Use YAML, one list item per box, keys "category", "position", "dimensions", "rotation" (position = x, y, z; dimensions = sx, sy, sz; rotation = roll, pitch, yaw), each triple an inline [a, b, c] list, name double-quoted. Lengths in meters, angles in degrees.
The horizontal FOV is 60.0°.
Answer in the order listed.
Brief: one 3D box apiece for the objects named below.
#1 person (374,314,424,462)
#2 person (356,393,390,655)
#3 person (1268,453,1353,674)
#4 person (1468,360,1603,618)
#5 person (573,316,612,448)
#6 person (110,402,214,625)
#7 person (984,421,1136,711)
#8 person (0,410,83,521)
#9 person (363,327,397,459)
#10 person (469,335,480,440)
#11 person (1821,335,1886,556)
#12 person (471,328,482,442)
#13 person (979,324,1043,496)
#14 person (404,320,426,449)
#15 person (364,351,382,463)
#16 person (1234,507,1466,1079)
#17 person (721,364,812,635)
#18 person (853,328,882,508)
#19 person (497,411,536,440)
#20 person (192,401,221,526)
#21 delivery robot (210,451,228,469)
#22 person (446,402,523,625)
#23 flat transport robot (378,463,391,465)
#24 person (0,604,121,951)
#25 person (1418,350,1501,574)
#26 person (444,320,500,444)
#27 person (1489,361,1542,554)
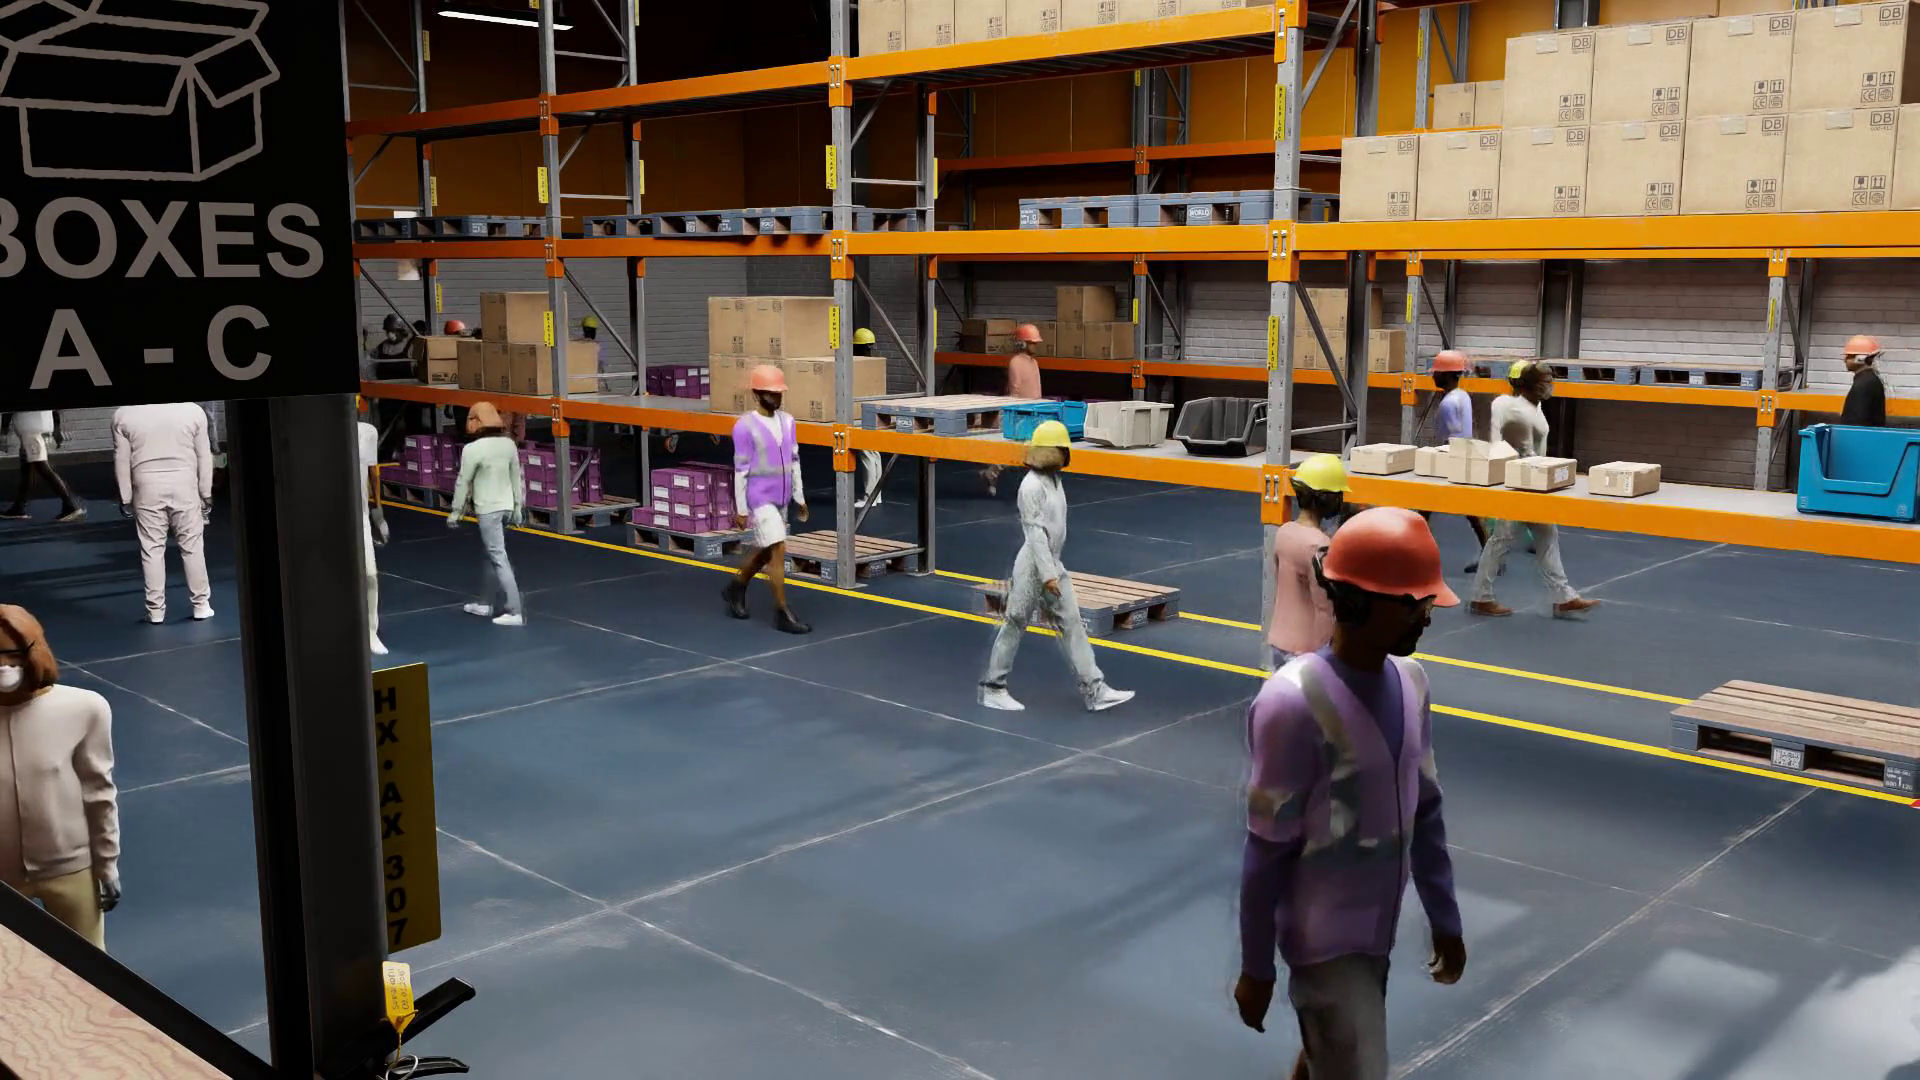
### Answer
- category: "person"
  position: [-7.131, -1.904, 21.188]
  dimensions: [0.687, 2.000, 0.962]
  rotation: [0, 9, 1]
- category: "person"
  position: [-4.038, -0.147, 10.951]
  dimensions: [0.570, 1.868, 0.363]
  rotation: [-6, 11, -34]
- category: "person"
  position: [1.542, 0.491, 7.374]
  dimensions: [0.357, 1.758, 0.526]
  rotation: [-2, 9, -11]
- category: "person"
  position: [4.211, -0.345, 12.082]
  dimensions: [1.000, 1.889, 0.645]
  rotation: [5, 11, 28]
- category: "person"
  position: [-5.181, -2.193, 23.379]
  dimensions: [0.620, 1.901, 0.648]
  rotation: [3, 10, 20]
- category: "person"
  position: [-5.742, -0.340, 12.022]
  dimensions: [0.643, 1.905, 0.399]
  rotation: [-4, 10, -24]
- category: "person"
  position: [0.529, 0.173, 9.510]
  dimensions: [0.904, 1.697, 0.493]
  rotation: [5, 10, 28]
- category: "person"
  position: [-9.384, -1.131, 16.878]
  dimensions: [1.017, 1.915, 0.622]
  rotation: [1, 9, 8]
- category: "person"
  position: [-7.812, -1.898, 21.860]
  dimensions: [0.510, 1.825, 0.961]
  rotation: [4, 10, 23]
- category: "person"
  position: [-6.986, -2.159, 24.050]
  dimensions: [0.539, 1.608, 0.712]
  rotation: [-6, 11, -33]
- category: "person"
  position: [7.905, -0.816, 14.714]
  dimensions: [0.587, 1.971, 0.649]
  rotation: [7, 11, 36]
- category: "person"
  position: [-5.952, -1.681, 20.474]
  dimensions: [0.562, 1.817, 0.936]
  rotation: [-3, 10, -17]
- category: "person"
  position: [0.652, -1.382, 18.209]
  dimensions: [0.837, 1.970, 0.631]
  rotation: [5, 11, 29]
- category: "person"
  position: [-7.663, -2.142, 23.334]
  dimensions: [0.661, 1.821, 0.997]
  rotation: [-6, 11, -34]
- category: "person"
  position: [-7.726, -1.793, 21.244]
  dimensions: [0.628, 1.801, 0.529]
  rotation: [1, 9, 8]
- category: "person"
  position: [0.997, 0.927, 3.911]
  dimensions: [0.765, 2.020, 0.636]
  rotation: [9, 13, 42]
- category: "person"
  position: [-1.419, -0.313, 11.854]
  dimensions: [0.913, 1.907, 0.546]
  rotation: [7, 11, 36]
- category: "person"
  position: [-1.017, -1.304, 17.855]
  dimensions: [0.368, 1.926, 0.594]
  rotation: [2, 10, 13]
- category: "person"
  position: [-5.546, -1.718, 20.583]
  dimensions: [0.678, 1.875, 0.845]
  rotation: [-4, 10, -25]
- category: "person"
  position: [-7.635, -0.911, 16.485]
  dimensions: [0.554, 1.589, 0.837]
  rotation: [-4, 10, -23]
- category: "delivery robot"
  position: [-8.840, -0.886, 19.200]
  dimensions: [0.707, 0.478, 0.477]
  rotation: [-4, 10, -21]
- category: "person"
  position: [-3.456, -0.191, 12.013]
  dimensions: [0.749, 1.599, 0.510]
  rotation: [4, 10, 25]
- category: "flat transport robot"
  position: [-6.397, -0.827, 19.996]
  dimensions: [1.431, 0.197, 0.652]
  rotation: [-5, 10, -26]
- category: "person"
  position: [-2.686, 0.977, 4.796]
  dimensions: [0.492, 1.626, 0.284]
  rotation: [-5, 10, -27]
- category: "person"
  position: [4.112, -0.647, 13.987]
  dimensions: [1.011, 1.890, 0.550]
  rotation: [6, 11, 32]
- category: "person"
  position: [-5.912, -1.676, 20.111]
  dimensions: [0.716, 1.948, 0.418]
  rotation: [0, 9, -1]
- category: "person"
  position: [5.012, -0.726, 14.900]
  dimensions: [0.533, 1.738, 0.790]
  rotation: [-2, 9, -11]
